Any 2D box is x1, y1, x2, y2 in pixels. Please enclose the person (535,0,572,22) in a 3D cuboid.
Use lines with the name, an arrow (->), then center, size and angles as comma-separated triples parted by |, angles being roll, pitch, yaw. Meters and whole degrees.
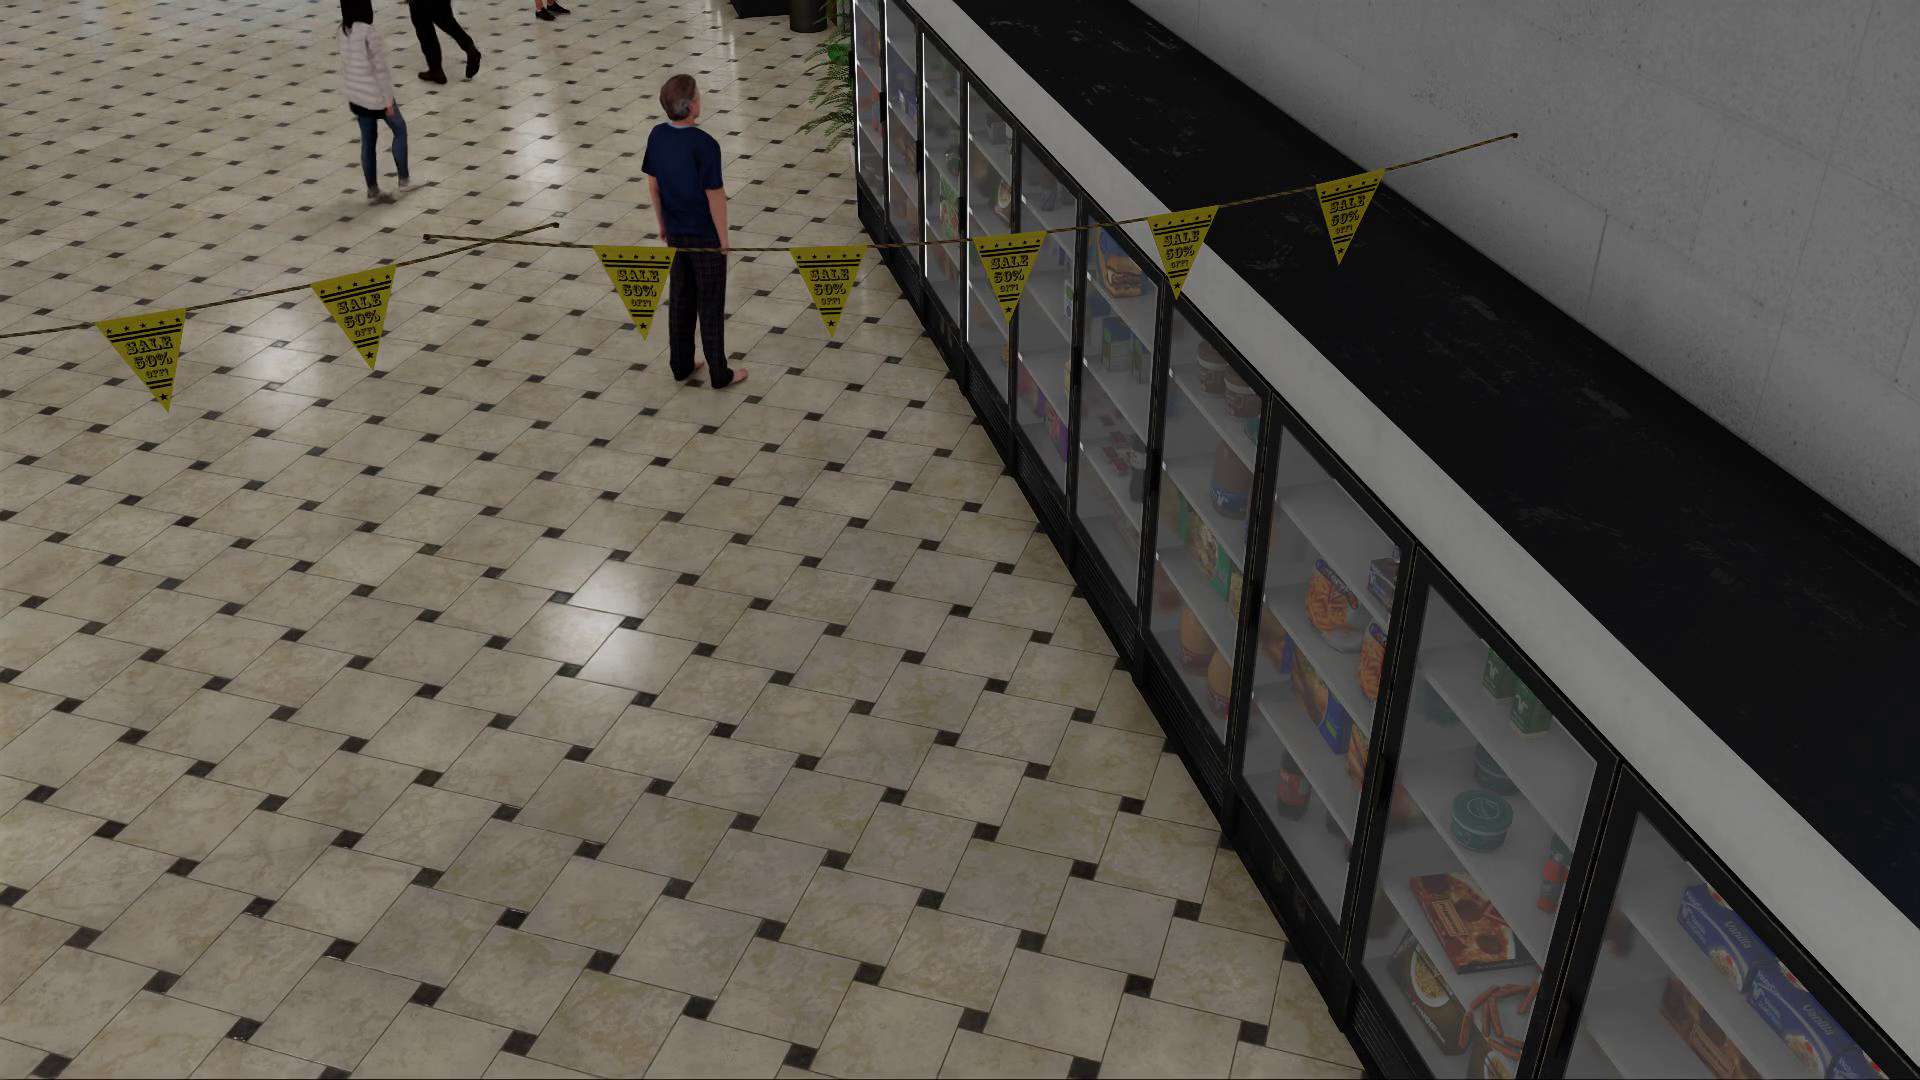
person -> -4.308, -6.260, 17.079 | 0.694, 1.723, 0.654 | 13, 34, 19

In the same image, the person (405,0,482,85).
person -> -4.716, -5.015, 14.921 | 1.113, 1.889, 1.080 | 20, 37, 28

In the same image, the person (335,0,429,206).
person -> -4.451, -3.296, 12.413 | 0.840, 1.621, 0.896 | 14, 34, 21

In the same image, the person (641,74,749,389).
person -> -1.570, -1.799, 9.769 | 0.717, 1.871, 0.786 | 16, 35, 24
